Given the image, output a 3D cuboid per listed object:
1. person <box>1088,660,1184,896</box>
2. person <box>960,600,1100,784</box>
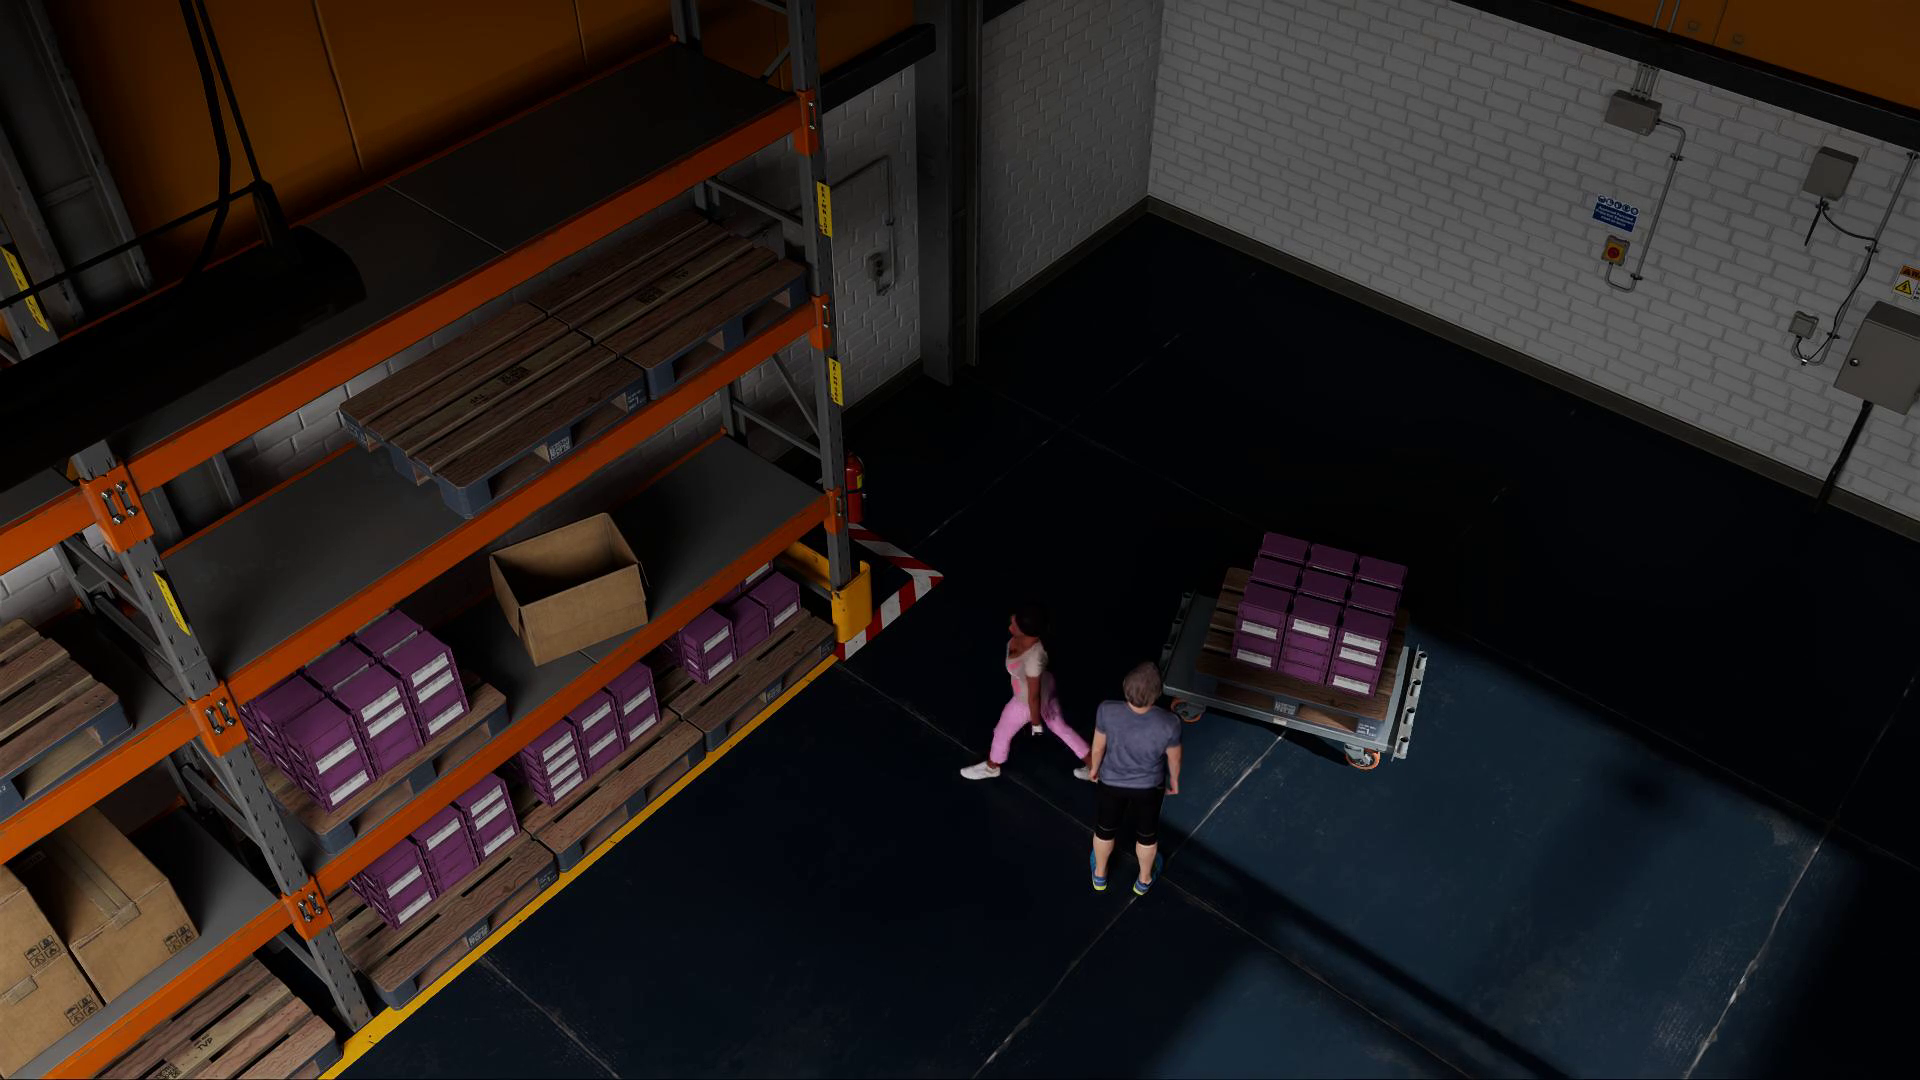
[{"bbox_3d":[0.976,1.352,9.403,0.757,1.888,0.743,8,44,9],"label":"person"},{"bbox_3d":[0.526,0.962,9.951,1.075,1.697,1.198,14,45,14],"label":"person"}]
